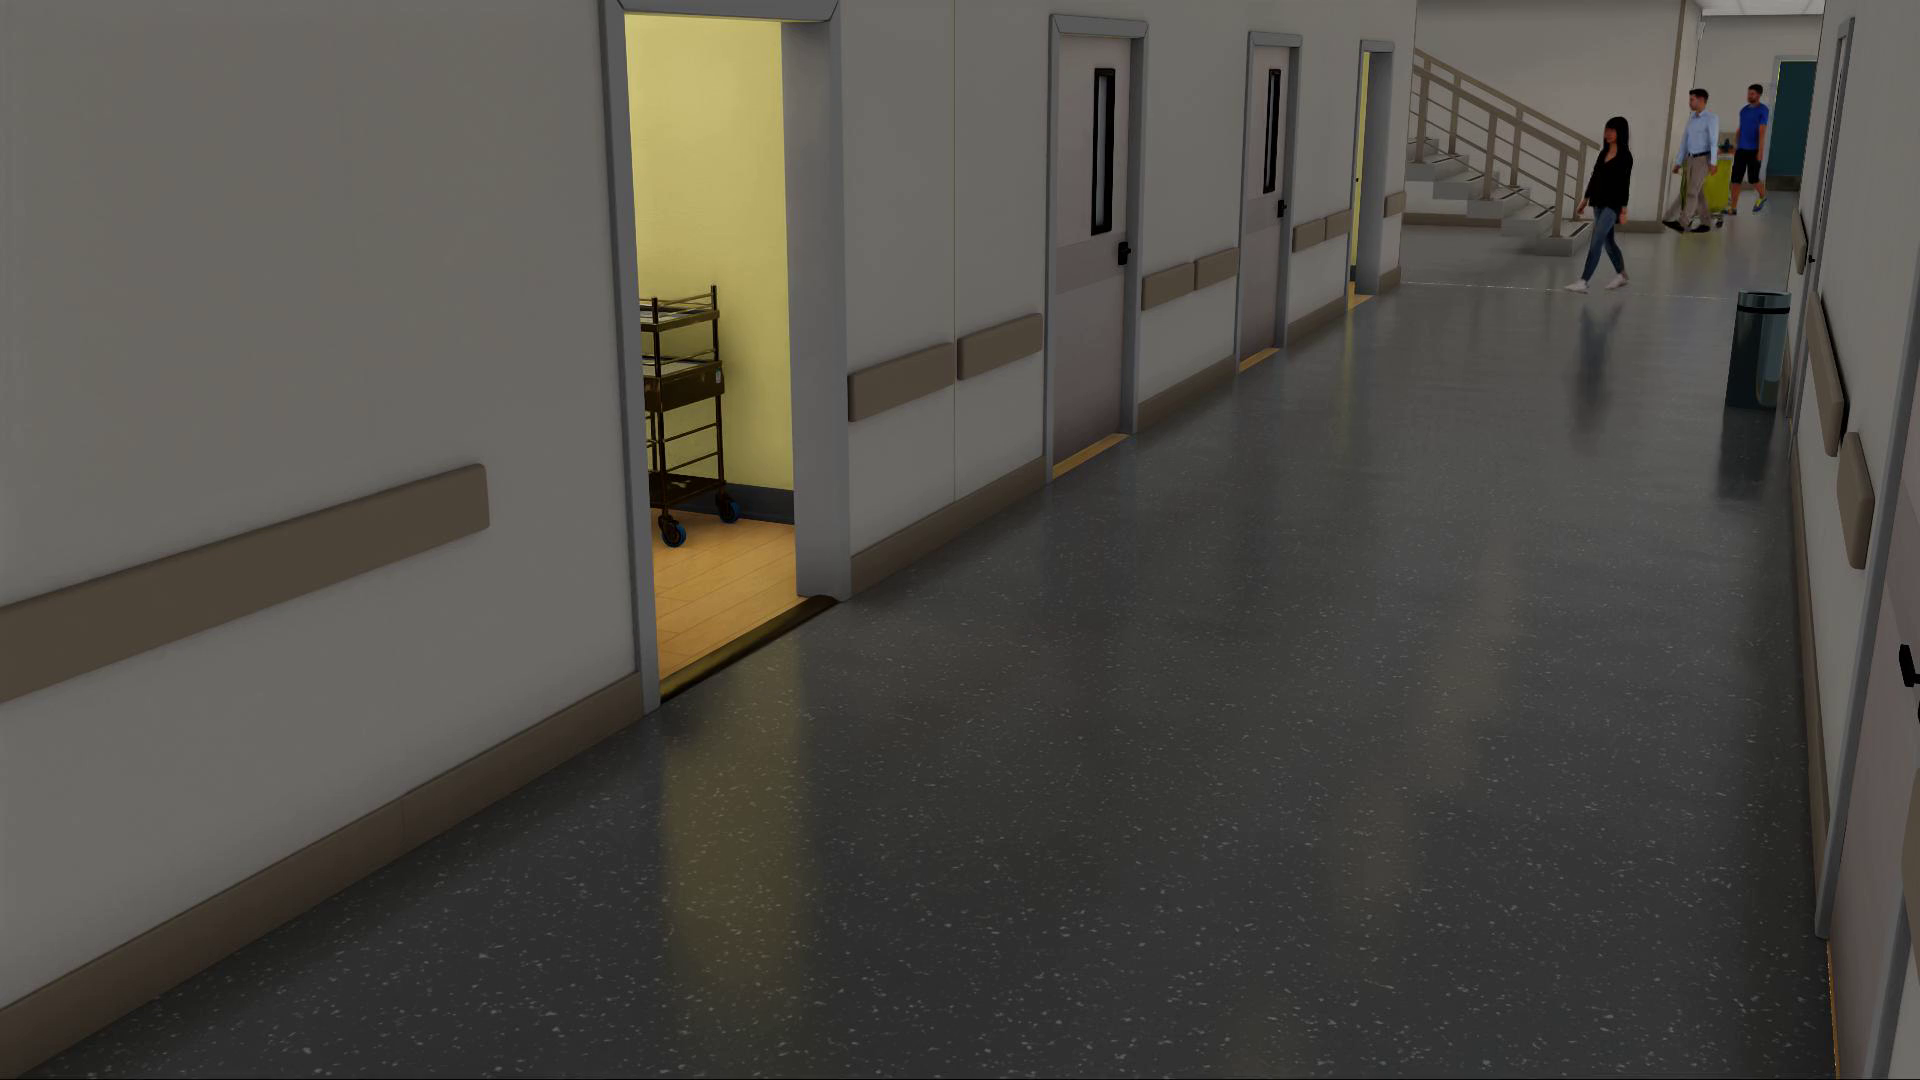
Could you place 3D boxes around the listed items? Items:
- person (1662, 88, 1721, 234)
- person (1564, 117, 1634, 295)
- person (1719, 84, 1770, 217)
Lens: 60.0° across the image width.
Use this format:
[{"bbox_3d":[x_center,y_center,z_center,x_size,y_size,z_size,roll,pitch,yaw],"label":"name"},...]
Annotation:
[{"bbox_3d":[9.458,-4.775,21.163,1.200,1.790,1.102,-5,17,-18],"label":"person"},{"bbox_3d":[6.136,-3.124,15.633,1.084,1.614,0.969,-4,16,-15],"label":"person"},{"bbox_3d":[11.472,-5.629,24.069,1.050,1.856,1.027,-7,17,-24],"label":"person"}]
